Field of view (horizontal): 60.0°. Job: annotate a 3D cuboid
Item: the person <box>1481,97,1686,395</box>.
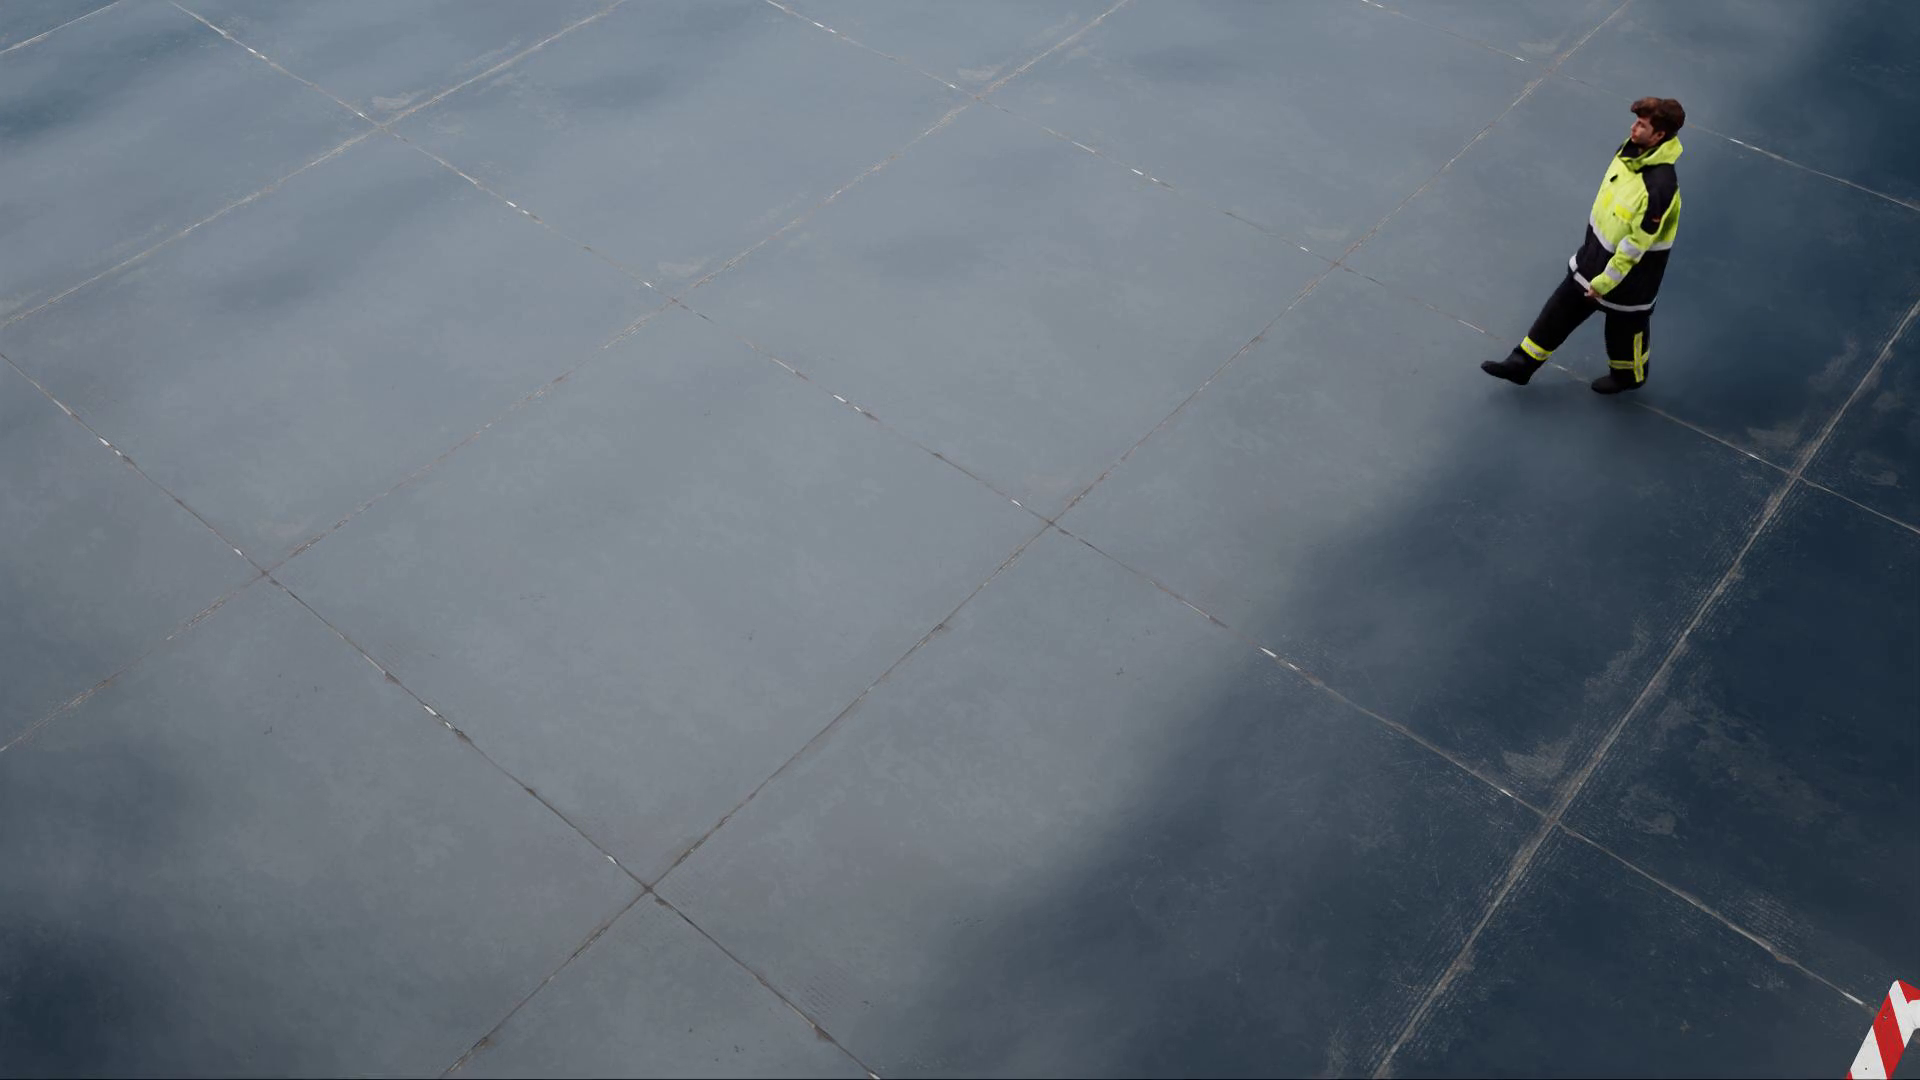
[{"bbox_3d":[3.729,-1.534,9.165,1.302,1.935,1.273,-6,48,-6],"label":"person"}]
